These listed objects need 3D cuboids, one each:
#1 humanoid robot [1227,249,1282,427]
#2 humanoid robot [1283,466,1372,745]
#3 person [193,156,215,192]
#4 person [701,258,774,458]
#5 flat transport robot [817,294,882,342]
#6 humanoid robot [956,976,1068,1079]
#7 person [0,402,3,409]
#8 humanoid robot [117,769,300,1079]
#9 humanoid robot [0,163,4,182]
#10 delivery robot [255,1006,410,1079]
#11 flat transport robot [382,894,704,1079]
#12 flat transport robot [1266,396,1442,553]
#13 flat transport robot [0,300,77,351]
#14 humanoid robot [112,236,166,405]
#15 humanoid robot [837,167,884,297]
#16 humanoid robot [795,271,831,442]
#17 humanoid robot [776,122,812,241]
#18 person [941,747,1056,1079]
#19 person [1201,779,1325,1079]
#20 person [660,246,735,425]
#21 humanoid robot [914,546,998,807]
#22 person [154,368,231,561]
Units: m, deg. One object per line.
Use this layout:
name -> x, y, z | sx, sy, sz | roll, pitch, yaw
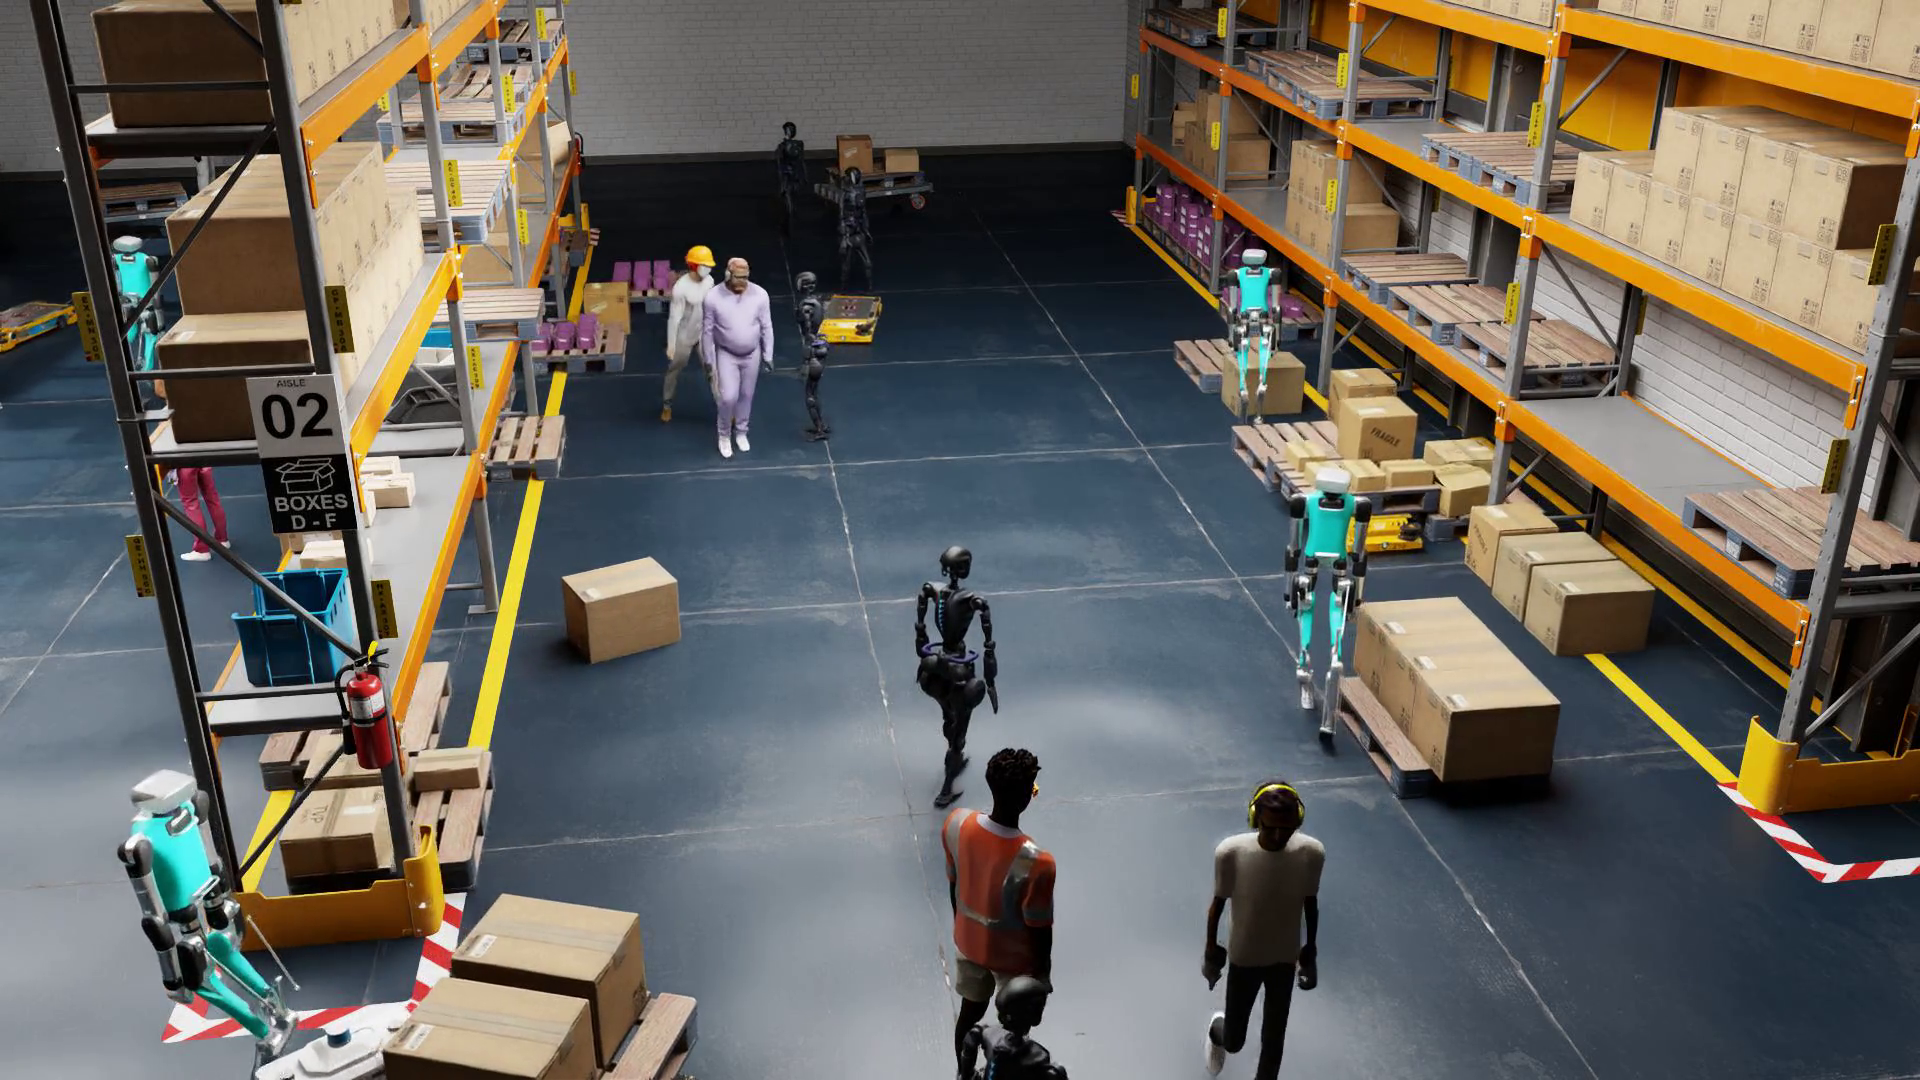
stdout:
humanoid robot -> 2.837, -1.819, 16.132 | 0.569, 1.890, 0.767 | 3, 24, 7
humanoid robot -> 2.358, 0.481, 10.772 | 0.531, 1.766, 0.964 | 4, 24, 9
person -> -11.528, -5.954, 25.303 | 0.429, 1.832, 0.633 | -2, 24, -4
person -> -2.053, -1.703, 15.554 | 0.653, 1.880, 0.589 | -10, 26, -22
flat transport robot -> -1.307, -2.622, 19.651 | 0.659, 0.231, 1.431 | 1, 24, 2
humanoid robot -> 0.203, 2.417, 6.453 | 0.590, 1.635, 0.524 | 19, 30, 37
person -> -10.071, -2.240, 16.692 | 0.489, 1.951, 0.419 | -16, 28, -32
humanoid robot -> -3.295, 1.895, 7.572 | 0.670, 1.827, 0.542 | 4, 24, 8
humanoid robot -> -14.396, -5.448, 24.386 | 0.610, 1.660, 0.511 | 1, 24, 3
delivery robot -> -2.841, 2.490, 7.655 | 0.789, 0.598, 0.499 | -19, 30, -37
flat transport robot -> -1.874, 2.665, 7.607 | 1.431, 0.231, 0.659 | 5, 24, 12
flat transport robot -> 3.385, -0.262, 14.274 | 0.659, 0.231, 1.431 | -3, 24, -8
flat transport robot -> -10.951, -2.494, 19.360 | 0.659, 0.231, 1.431 | 4, 24, 10
humanoid robot -> -8.296, -2.112, 16.688 | 0.543, 1.779, 0.896 | 3, 24, 7
humanoid robot -> -1.294, -3.776, 20.547 | 0.600, 1.638, 0.592 | 13, 27, 28
humanoid robot -> -1.423, -1.763, 15.933 | 0.322, 1.643, 0.590 | -1, 24, -2
humanoid robot -> -2.412, -5.109, 23.634 | 0.603, 1.650, 0.601 | 19, 30, 36
person -> 0.192, 1.804, 7.476 | 0.593, 1.958, 0.373 | 18, 30, 36
person -> 1.358, 1.856, 7.491 | 0.519, 1.850, 0.563 | -2, 24, -4
person -> -2.617, -1.985, 16.290 | 1.030, 1.828, 0.672 | 20, 31, 39
humanoid robot -> -0.006, 0.788, 10.138 | 0.608, 1.641, 0.571 | 15, 28, 30
person -> -6.212, -0.619, 13.400 | 0.282, 1.628, 0.498 | 6, 25, 14
